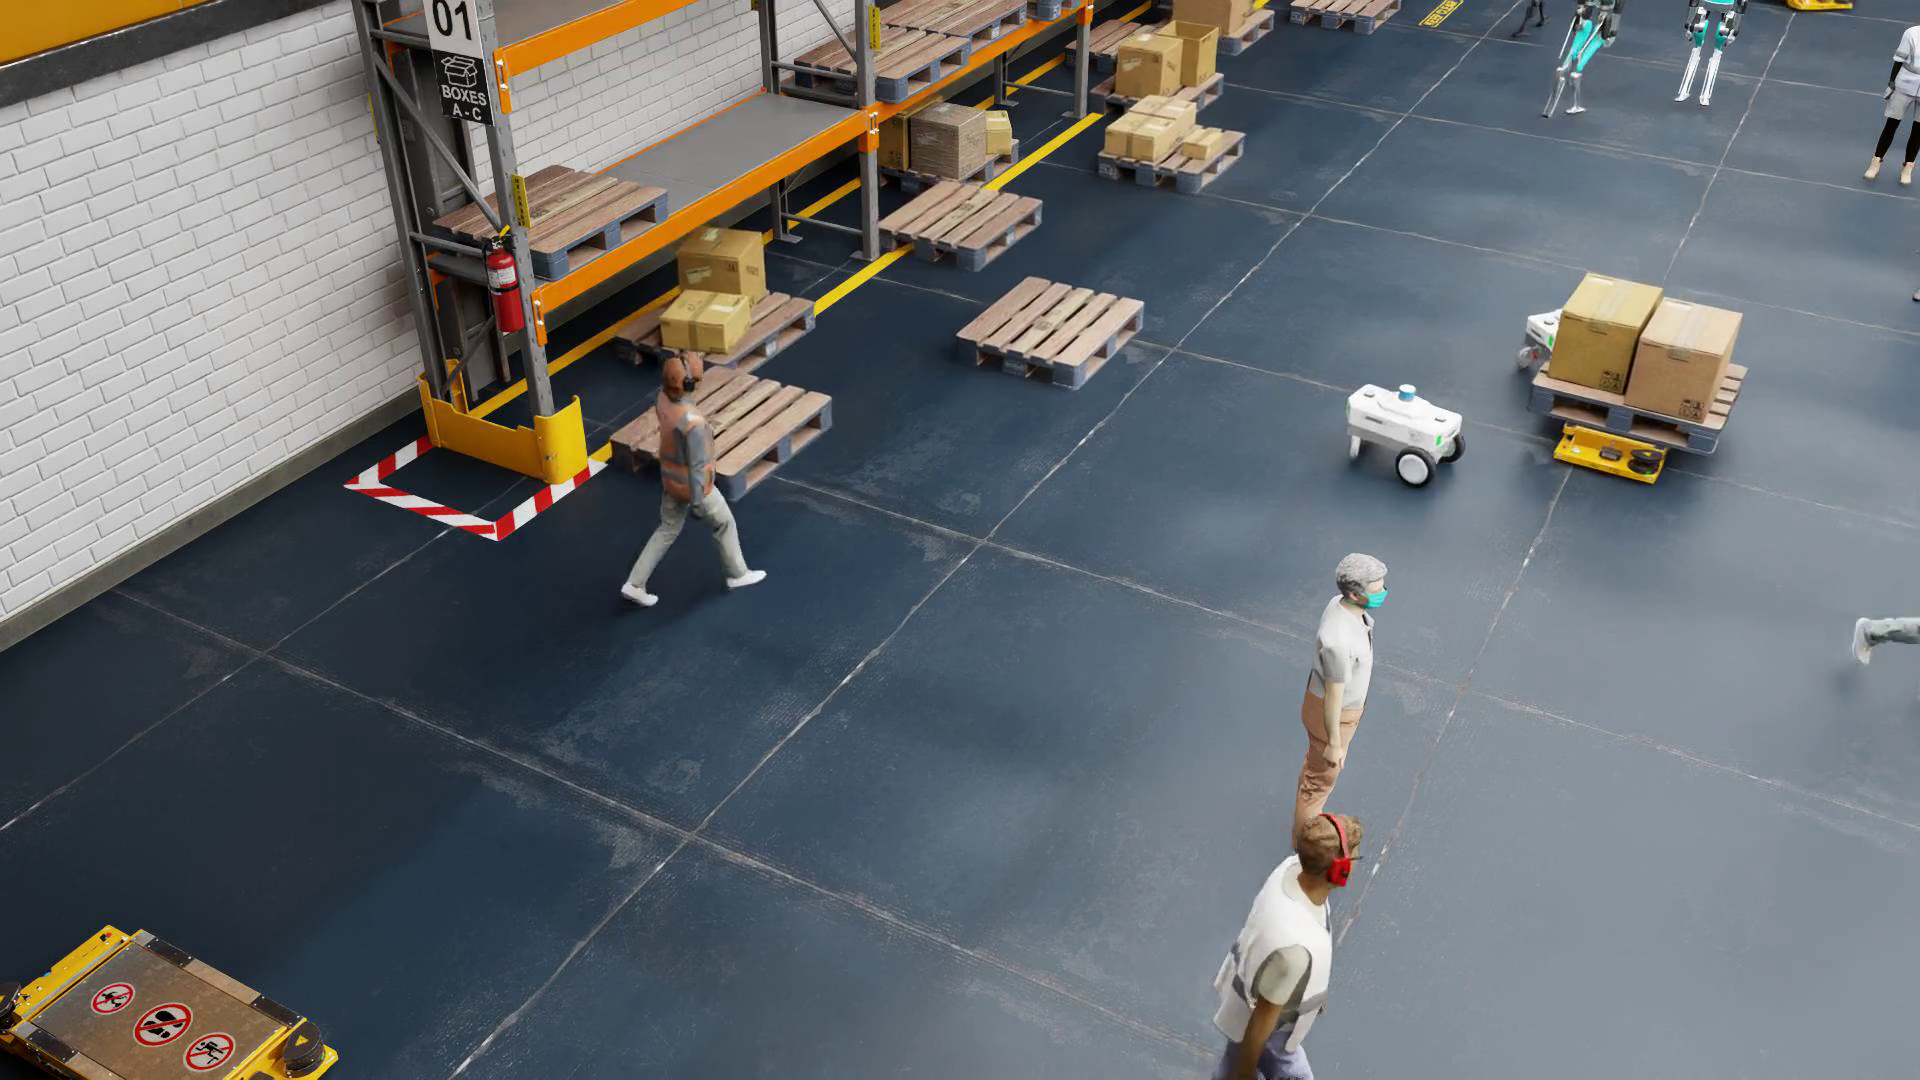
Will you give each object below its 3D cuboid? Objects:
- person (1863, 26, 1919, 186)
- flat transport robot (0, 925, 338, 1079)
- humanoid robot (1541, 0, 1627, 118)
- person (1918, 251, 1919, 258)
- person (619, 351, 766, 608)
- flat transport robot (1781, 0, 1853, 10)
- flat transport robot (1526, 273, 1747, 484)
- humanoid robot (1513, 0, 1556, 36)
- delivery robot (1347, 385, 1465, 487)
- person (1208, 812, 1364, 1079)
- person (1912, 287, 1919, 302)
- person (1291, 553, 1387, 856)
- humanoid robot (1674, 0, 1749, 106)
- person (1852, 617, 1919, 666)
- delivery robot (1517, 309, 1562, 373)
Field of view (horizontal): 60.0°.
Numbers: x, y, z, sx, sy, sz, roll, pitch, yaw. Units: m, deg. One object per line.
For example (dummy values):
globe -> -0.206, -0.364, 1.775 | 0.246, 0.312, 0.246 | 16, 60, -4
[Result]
person -> 8.618, -4.043, 14.967 | 0.541, 1.697, 0.316 | 17, 37, 24
flat transport robot -> -3.387, 2.085, 6.994 | 1.431, 0.231, 0.659 | 17, 37, 24
humanoid robot -> 6.130, -5.003, 16.478 | 0.800, 1.884, 0.548 | -19, 38, -26
person -> 8.285, -2.962, 13.194 | 0.554, 1.844, 0.763 | -10, 35, -15
person -> -1.584, -0.327, 9.426 | 0.838, 1.597, 0.513 | -21, 39, -29
flat transport robot -> 10.280, -6.789, 20.420 | 0.659, 0.231, 1.431 | -3, 34, -4
flat transport robot -> 4.607, -0.846, 11.428 | 0.659, 0.231, 1.431 | 19, 38, 26
humanoid robot -> 6.666, -6.580, 18.861 | 0.776, 1.620, 0.602 | -17, 37, -23
delivery robot -> 2.931, -0.732, 10.990 | 0.758, 0.587, 0.525 | 25, 41, 33
person -> 1.226, 1.777, 6.083 | 0.892, 1.782, 0.654 | 3, 34, 5
person -> 7.863, -2.687, 12.785 | 0.571, 1.841, 0.376 | 17, 37, 24
person -> 1.725, 0.798, 7.600 | 0.321, 1.747, 0.472 | 9, 35, 14
humanoid robot -> 7.542, -5.209, 16.577 | 0.533, 1.677, 0.735 | 17, 37, 24
person -> 5.211, 0.114, 8.647 | 0.501, 1.721, 0.641 | -18, 38, -25
delivery robot -> 4.493, -1.480, 12.126 | 0.795, 0.592, 0.499 | -10, 35, -15
